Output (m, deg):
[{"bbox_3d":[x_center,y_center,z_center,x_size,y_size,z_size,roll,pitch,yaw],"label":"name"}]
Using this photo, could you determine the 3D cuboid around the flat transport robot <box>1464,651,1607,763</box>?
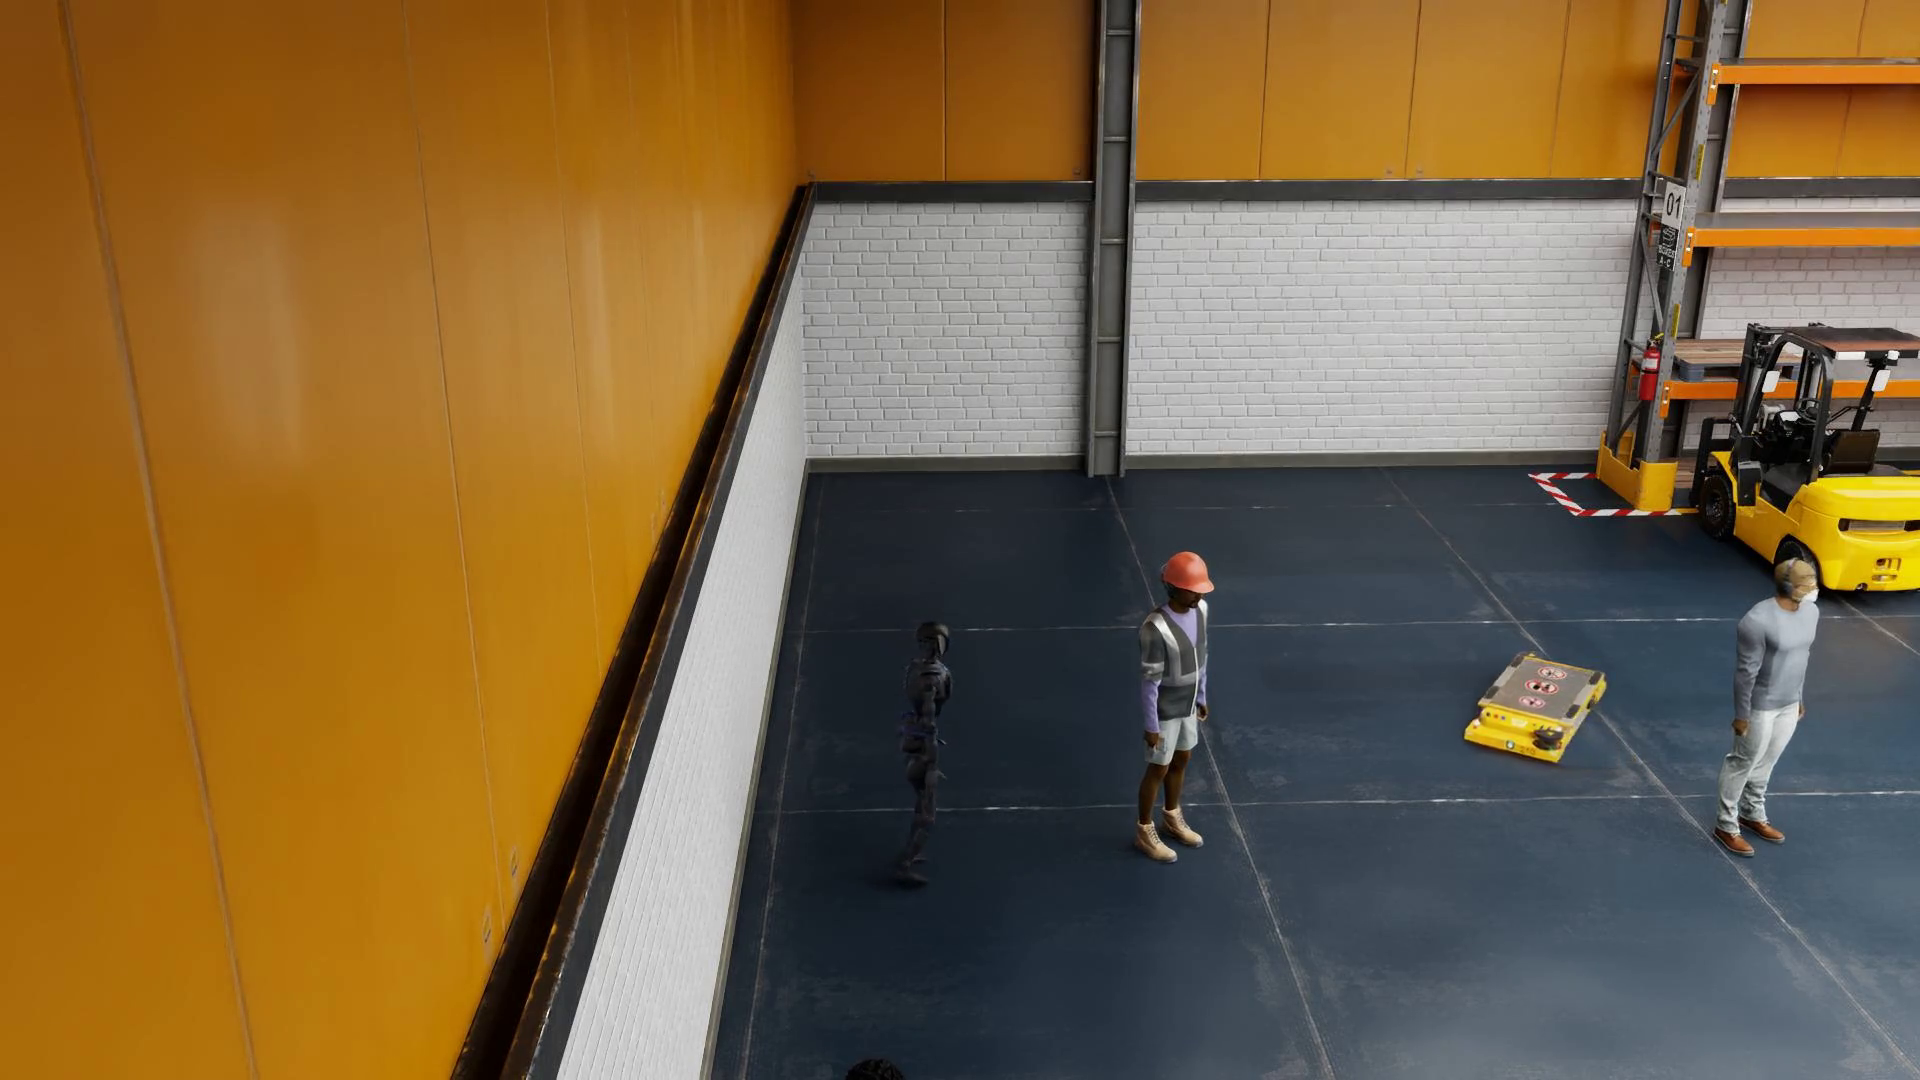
[{"bbox_3d":[4.267,1.213,12.265,0.659,0.231,1.431,13,24,31],"label":"flat transport robot"}]

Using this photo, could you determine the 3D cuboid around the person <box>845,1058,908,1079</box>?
[{"bbox_3d":[-0.252,2.672,6.272,0.331,1.686,0.531,-2,20,-5],"label":"person"}]

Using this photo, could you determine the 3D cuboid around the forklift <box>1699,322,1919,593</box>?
[{"bbox_3d":[7.809,-0.792,14.926,1.214,2.155,2.313,-1,20,-2],"label":"forklift"}]

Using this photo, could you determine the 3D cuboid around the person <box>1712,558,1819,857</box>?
[{"bbox_3d":[5.043,1.026,10.366,0.635,1.935,0.365,-11,23,-28],"label":"person"}]

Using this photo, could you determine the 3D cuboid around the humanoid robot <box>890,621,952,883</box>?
[{"bbox_3d":[-0.251,1.257,10.130,0.401,1.642,0.596,-2,20,-6],"label":"humanoid robot"}]

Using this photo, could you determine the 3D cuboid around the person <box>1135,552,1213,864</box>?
[{"bbox_3d":[1.340,1.022,10.248,0.402,2.036,0.598,17,26,38],"label":"person"}]
